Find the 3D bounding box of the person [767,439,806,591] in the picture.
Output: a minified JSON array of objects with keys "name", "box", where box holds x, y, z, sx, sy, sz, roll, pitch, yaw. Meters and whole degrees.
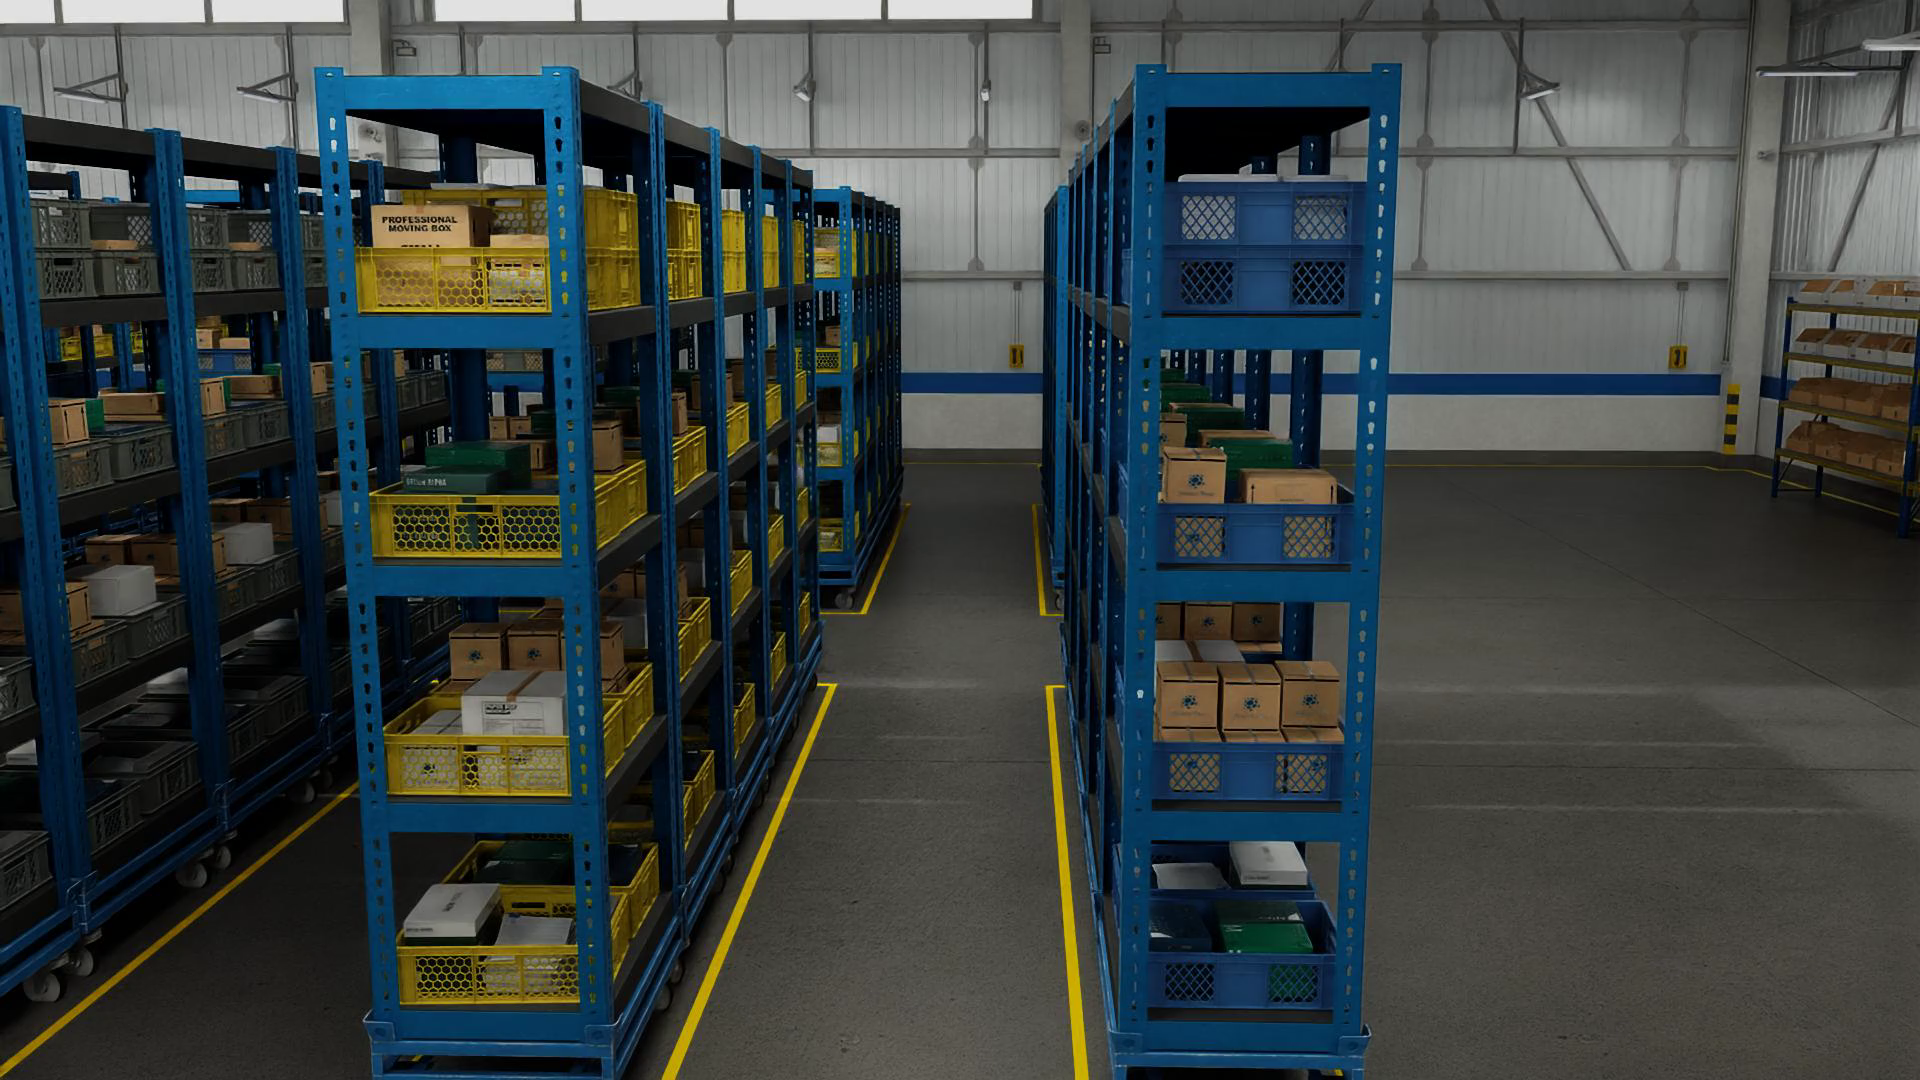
[{"name":"person","box":[-1.390,0.012,12.426,0.618,1.837,0.391,7,12,36]}]
